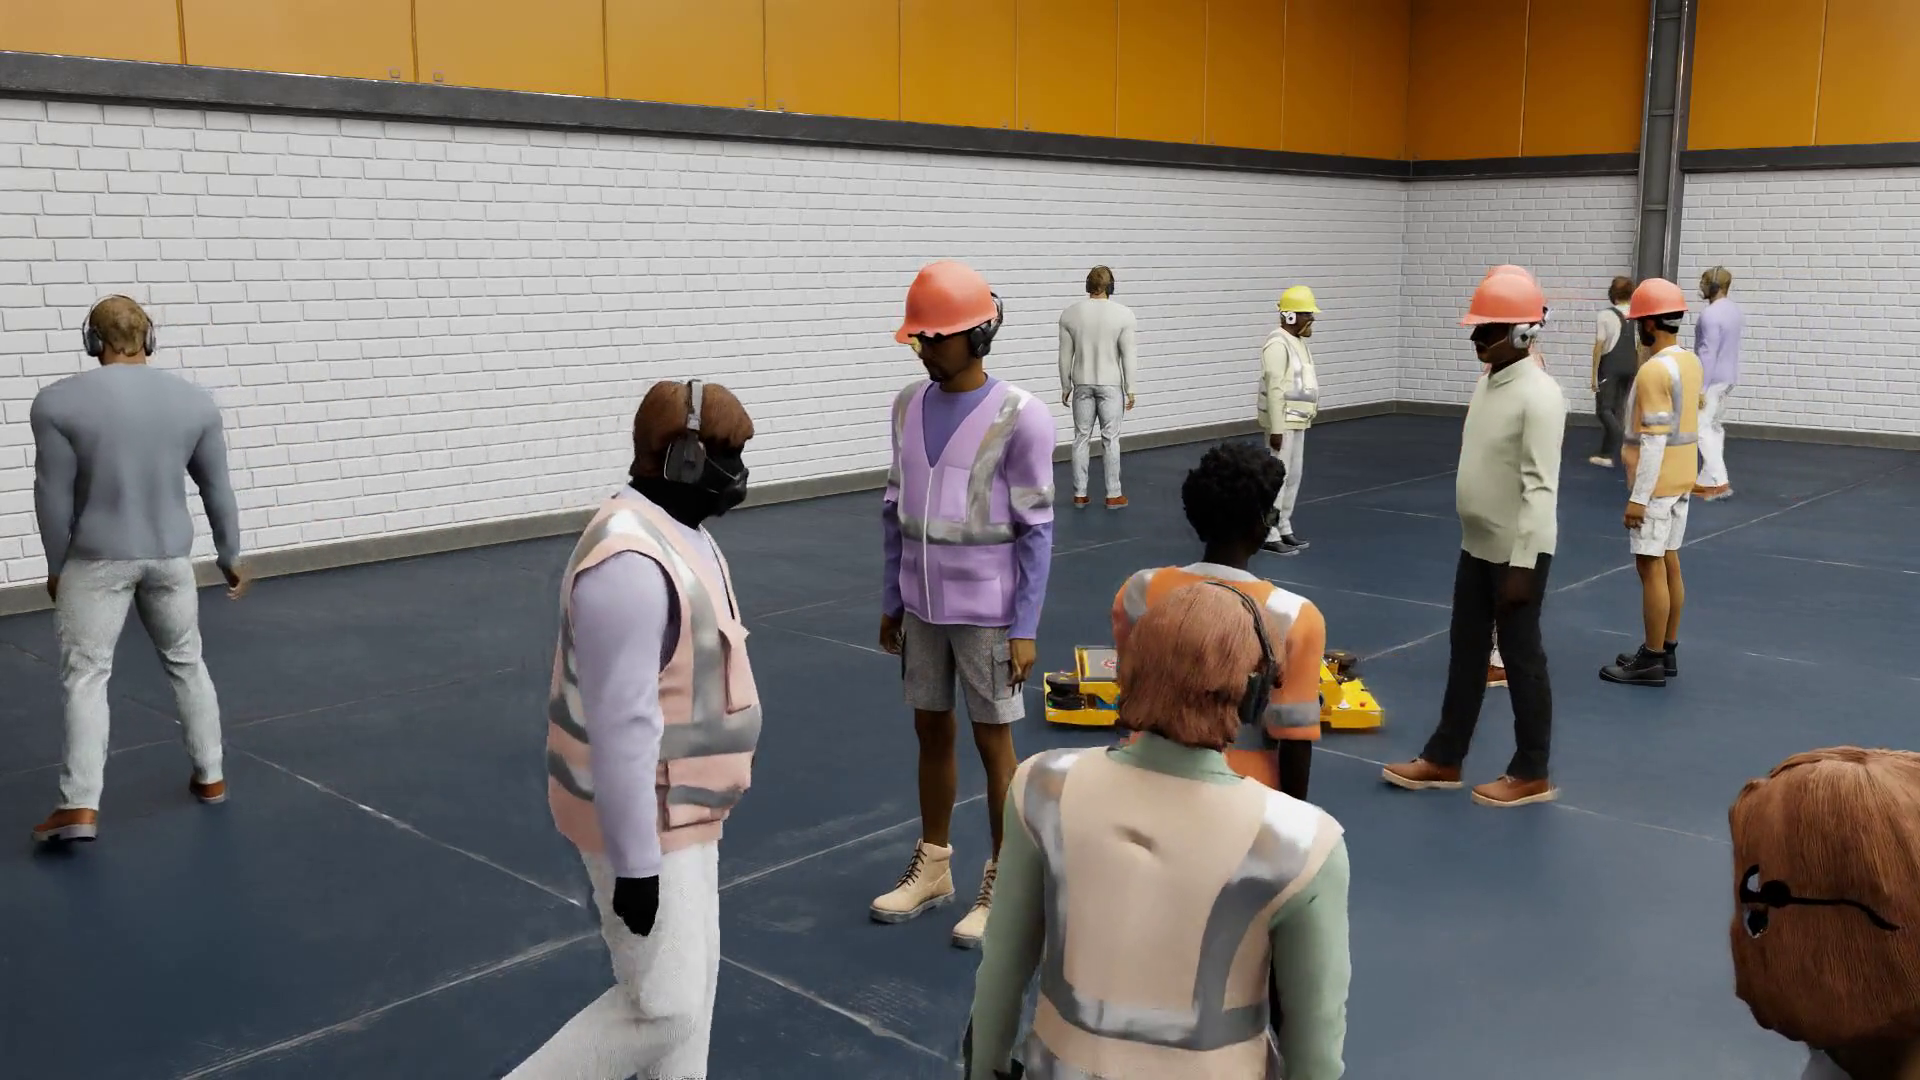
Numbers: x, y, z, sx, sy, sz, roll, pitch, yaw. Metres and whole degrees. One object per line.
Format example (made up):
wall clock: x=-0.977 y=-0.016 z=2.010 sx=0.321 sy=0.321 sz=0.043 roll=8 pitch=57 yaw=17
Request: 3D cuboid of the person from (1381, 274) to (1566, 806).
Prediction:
person: x=1.965 y=0.018 z=6.170 sx=0.501 sy=1.994 sz=0.625 roll=-1 pitch=10 yaw=-7

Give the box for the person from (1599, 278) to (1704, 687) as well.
person: x=3.290 y=-0.267 z=7.912 sx=0.376 sy=1.932 sz=0.543 roll=8 pitch=13 yaw=40

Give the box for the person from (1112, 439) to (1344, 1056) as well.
person: x=0.610 y=0.593 z=3.802 sx=0.537 sy=1.652 sz=0.858 roll=6 pitch=12 yaw=33

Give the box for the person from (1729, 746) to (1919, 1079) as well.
person: x=0.831 y=0.991 z=1.597 sx=0.279 sy=1.633 sz=0.499 roll=9 pitch=13 yaw=40

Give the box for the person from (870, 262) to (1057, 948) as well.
person: x=-0.015 y=0.200 z=4.967 sx=0.605 sy=2.033 sz=0.392 roll=8 pitch=13 yaw=39

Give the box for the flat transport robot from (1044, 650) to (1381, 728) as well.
flat transport robot: x=1.096 y=0.647 z=7.430 sx=1.431 sy=0.197 sz=0.652 roll=0 pitch=10 yaw=2

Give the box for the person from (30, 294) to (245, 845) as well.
person: x=-2.966 y=0.098 z=5.929 sx=0.564 sy=1.908 sz=0.843 roll=9 pitch=13 yaw=42

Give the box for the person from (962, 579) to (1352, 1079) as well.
person: x=0.258 y=0.859 z=2.367 sx=0.536 sy=1.621 sz=0.399 roll=6 pitch=11 yaw=30

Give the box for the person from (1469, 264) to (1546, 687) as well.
person: x=2.573 y=-0.299 z=7.907 sx=0.378 sy=1.996 sz=0.611 roll=3 pitch=10 yaw=16

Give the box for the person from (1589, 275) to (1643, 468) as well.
person: x=6.190 y=-1.561 z=15.597 sx=0.510 sy=1.826 sz=0.737 roll=-2 pitch=10 yaw=-11

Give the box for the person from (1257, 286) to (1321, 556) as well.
person: x=2.233 y=-0.810 z=11.322 sx=0.404 sy=1.824 sz=0.605 roll=5 pitch=11 yaw=27

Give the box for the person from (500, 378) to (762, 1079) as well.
person: x=-0.712 y=0.573 z=3.473 sx=0.600 sy=1.819 sz=0.652 roll=0 pitch=10 yaw=-2

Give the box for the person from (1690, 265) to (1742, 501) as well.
person: x=6.221 y=-1.295 z=13.774 sx=0.432 sy=1.943 sz=0.640 roll=9 pitch=13 yaw=42

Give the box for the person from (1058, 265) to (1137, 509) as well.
person: x=1.099 y=-1.212 z=13.270 sx=0.634 sy=1.938 sz=0.355 roll=4 pitch=11 yaw=20
